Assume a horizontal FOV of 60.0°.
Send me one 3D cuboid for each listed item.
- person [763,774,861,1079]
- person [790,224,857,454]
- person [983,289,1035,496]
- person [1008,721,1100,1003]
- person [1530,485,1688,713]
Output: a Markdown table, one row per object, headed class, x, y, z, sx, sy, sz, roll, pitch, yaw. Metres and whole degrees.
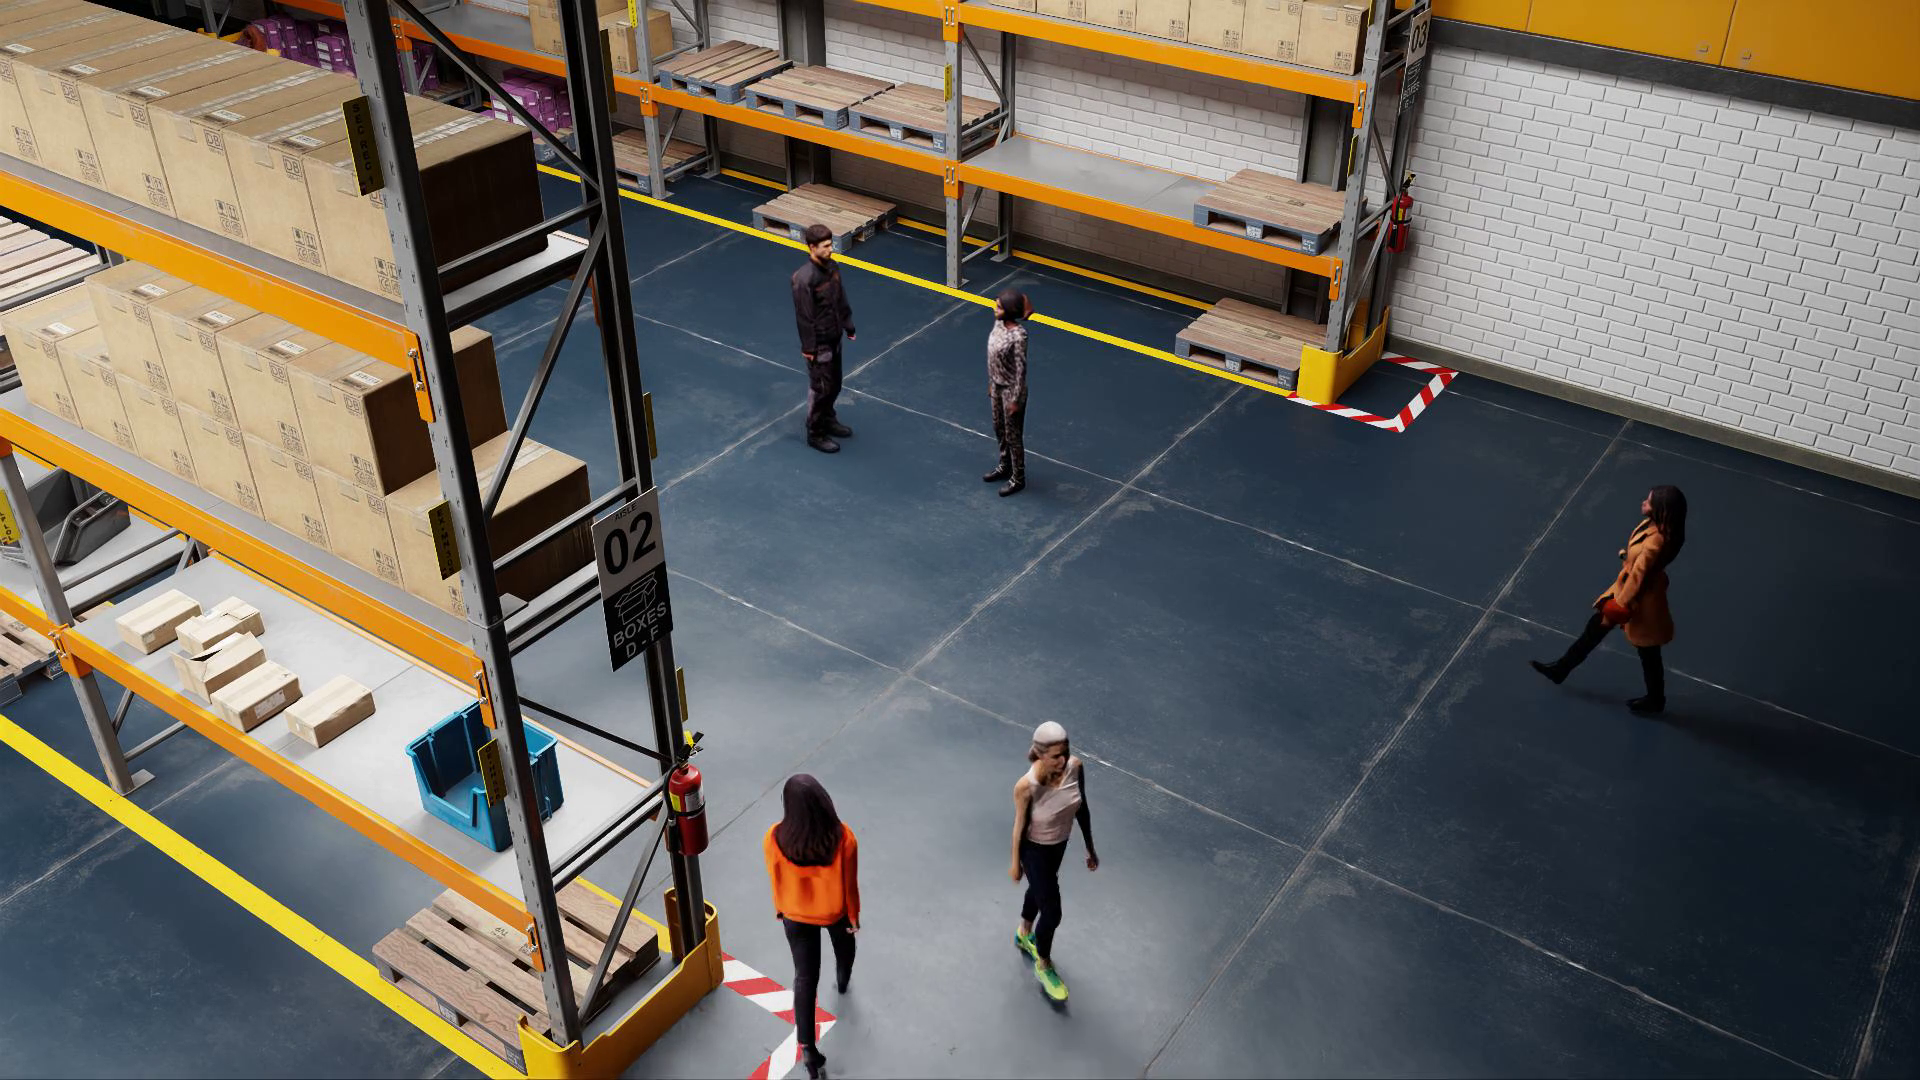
| class | x | y | z | sx | sy | sz | roll | pitch | yaw |
| --- | --- | --- | --- | --- | --- | --- | --- | --- | --- |
| person | -0.731 | 1.924 | 8.287 | 1.133 | 1.707 | 1.072 | 2 | 34 | 3 |
| person | -1.148 | -1.678 | 13.501 | 0.700 | 1.934 | 0.776 | 13 | 36 | 19 |
| person | 0.378 | -1.154 | 12.912 | 0.728 | 1.714 | 0.632 | -16 | 37 | -22 |
| person | 0.391 | 1.583 | 8.820 | 0.687 | 1.686 | 0.820 | -28 | 42 | -35 |
| person | 4.409 | 0.430 | 10.558 | 1.175 | 1.682 | 0.877 | 14 | 36 | 20 |
